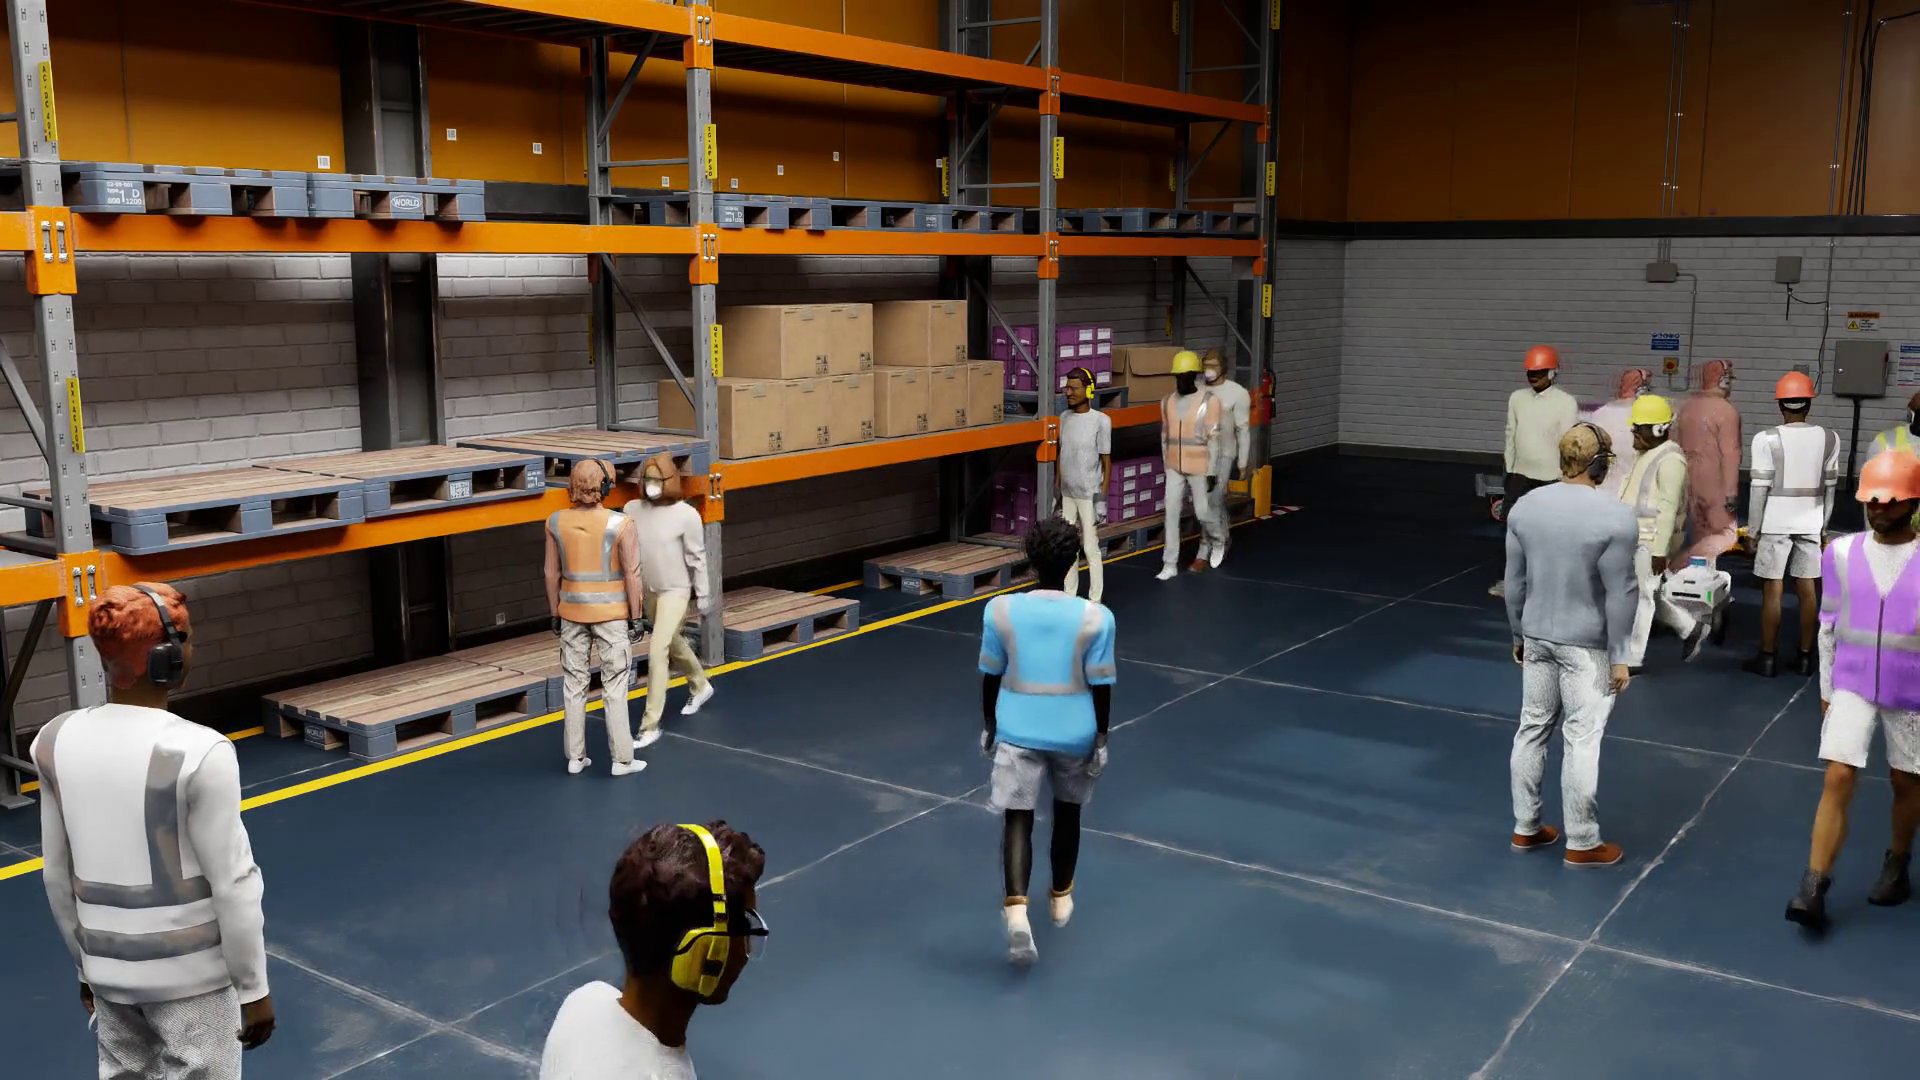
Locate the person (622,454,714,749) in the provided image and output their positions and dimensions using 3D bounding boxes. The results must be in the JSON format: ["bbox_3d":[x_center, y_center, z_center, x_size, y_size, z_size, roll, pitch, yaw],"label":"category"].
[{"bbox_3d":[-1.615,0.303,9.284,0.512,1.602,0.892,5,11,28],"label":"person"}]

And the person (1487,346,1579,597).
[{"bbox_3d":[4.400,-0.506,12.846,0.776,1.967,0.654,-8,13,-40],"label":"person"}]

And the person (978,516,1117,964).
[{"bbox_3d":[0.324,0.744,6.305,0.534,1.669,0.783,1,10,8],"label":"person"}]

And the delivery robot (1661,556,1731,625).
[{"bbox_3d":[5.160,0.357,11.652,0.477,0.478,0.707,6,11,34],"label":"delivery robot"}]

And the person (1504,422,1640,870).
[{"bbox_3d":[2.647,0.454,7.240,0.375,1.939,0.628,-6,11,-33],"label":"person"}]

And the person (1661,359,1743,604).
[{"bbox_3d":[5.627,-0.419,12.563,0.634,1.890,0.662,-1,10,-7],"label":"person"}]

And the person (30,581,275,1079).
[{"bbox_3d":[-1.896,1.029,3.983,0.574,1.883,0.356,3,10,17],"label":"person"}]

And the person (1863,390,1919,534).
[{"bbox_3d":[6.095,-0.053,10.606,0.635,1.830,0.441,4,10,24],"label":"person"}]

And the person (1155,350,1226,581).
[{"bbox_3d":[1.930,-0.636,13.852,0.590,1.904,0.832,7,12,35],"label":"person"}]

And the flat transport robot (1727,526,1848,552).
[{"bbox_3d":[7.472,0.034,14.694,0.652,0.197,1.431,-8,13,-41],"label":"flat transport robot"}]

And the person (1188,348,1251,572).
[{"bbox_3d":[2.208,-0.720,14.410,0.638,1.904,1.016,6,11,31],"label":"person"}]

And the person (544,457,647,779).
[{"bbox_3d":[-1.851,0.399,8.453,0.522,1.639,0.309,2,10,13],"label":"person"}]

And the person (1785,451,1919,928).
[{"bbox_3d":[3.613,0.596,6.546,0.549,1.883,0.985,8,13,41],"label":"person"}]

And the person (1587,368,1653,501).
[{"bbox_3d":[4.740,-0.308,12.022,0.876,1.876,0.651,-4,10,-24],"label":"person"}]

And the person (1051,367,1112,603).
[{"bbox_3d":[0.859,-0.309,11.985,0.326,1.874,0.519,-9,13,-44],"label":"person"}]

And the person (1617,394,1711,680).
[{"bbox_3d":[4.392,-0.012,10.403,0.674,1.808,0.610,1,10,4],"label":"person"}]

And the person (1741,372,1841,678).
[{"bbox_3d":[5.220,-0.091,10.505,0.545,1.933,0.376,0,10,0],"label":"person"}]

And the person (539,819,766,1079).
[{"bbox_3d":[-0.534,1.310,2.526,0.921,1.820,0.551,-7,12,-34],"label":"person"}]
